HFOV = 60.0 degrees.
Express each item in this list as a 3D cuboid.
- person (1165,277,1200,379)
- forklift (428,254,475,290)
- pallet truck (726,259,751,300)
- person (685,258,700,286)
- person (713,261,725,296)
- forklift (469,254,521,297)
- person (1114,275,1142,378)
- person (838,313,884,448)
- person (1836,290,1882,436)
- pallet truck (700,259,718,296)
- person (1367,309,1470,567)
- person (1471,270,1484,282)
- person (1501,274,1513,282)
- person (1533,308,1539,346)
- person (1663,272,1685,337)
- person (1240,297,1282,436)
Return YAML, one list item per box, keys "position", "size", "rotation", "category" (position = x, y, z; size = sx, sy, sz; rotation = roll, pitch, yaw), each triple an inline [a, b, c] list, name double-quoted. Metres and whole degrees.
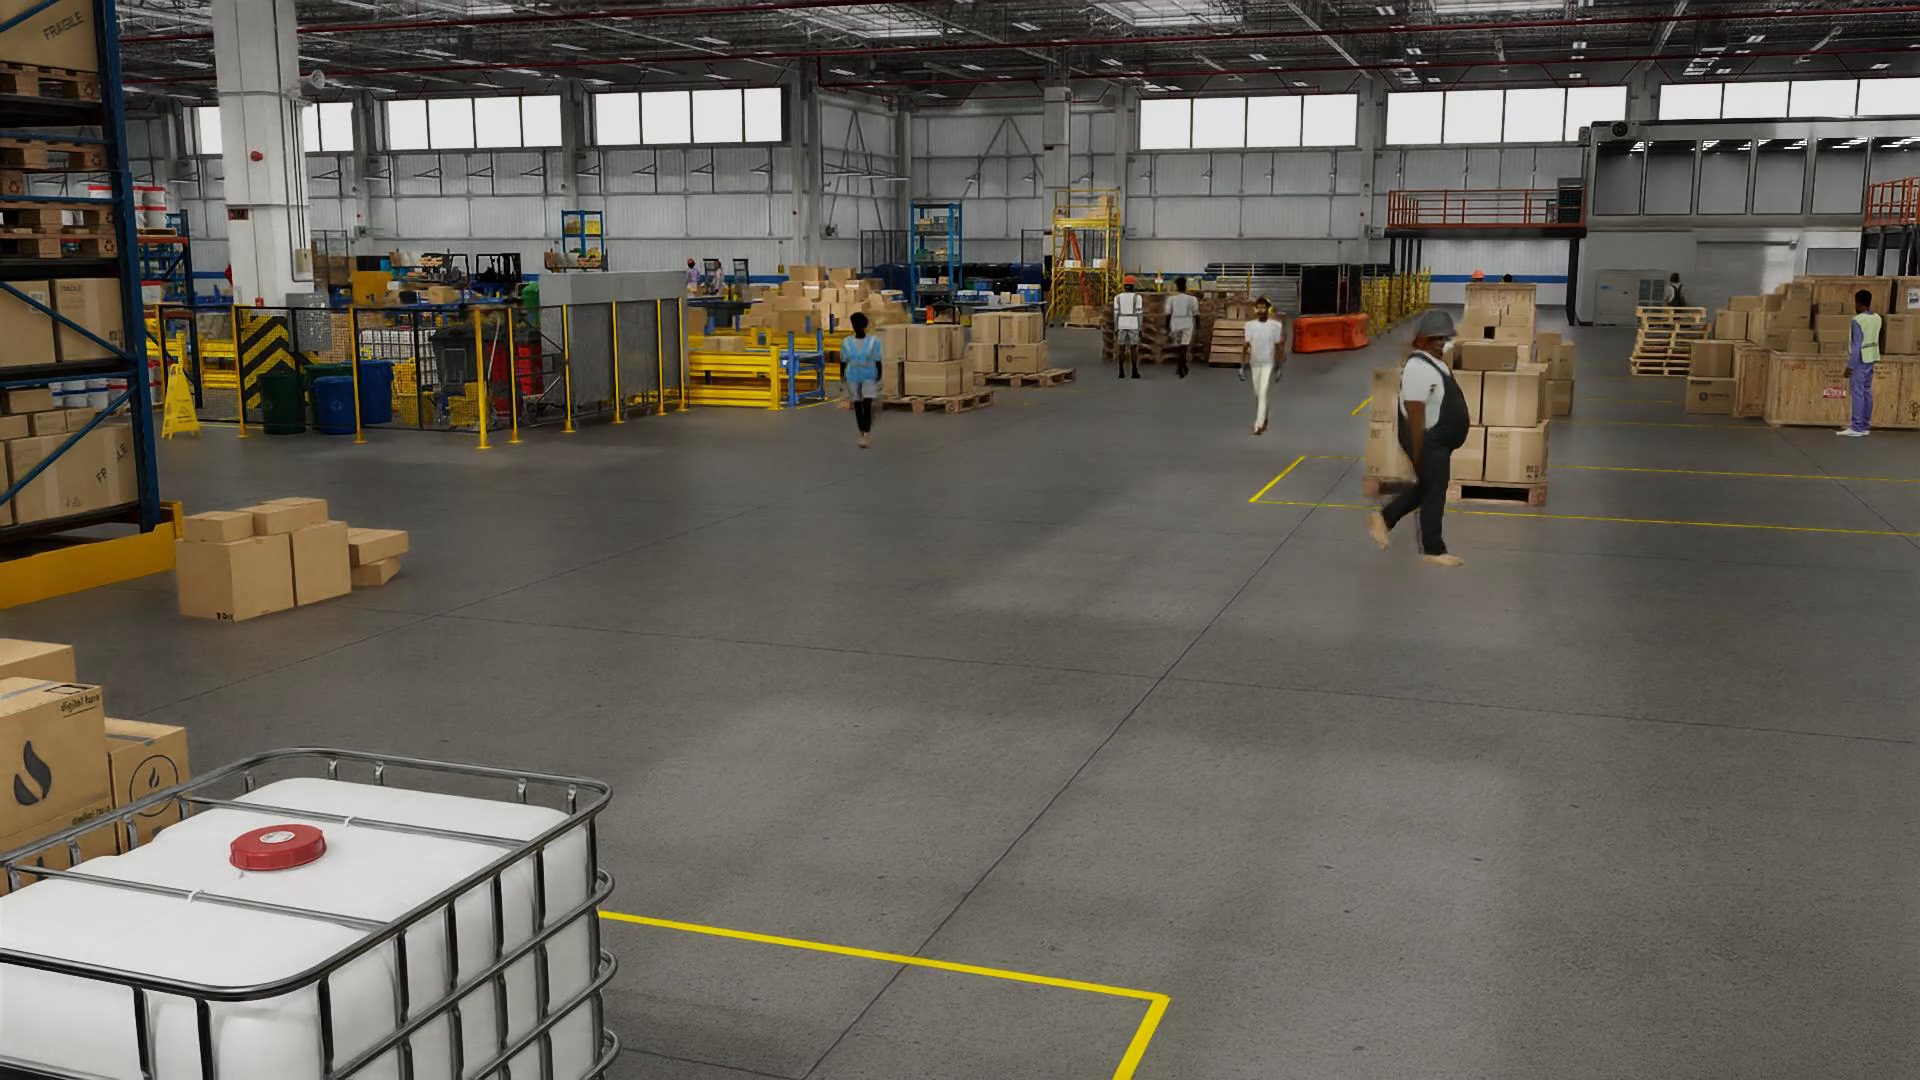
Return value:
- position: [4.156, -3.973, 31.228]
  size: [0.614, 1.904, 1.040]
  rotation: [5, 11, 25]
  category: "person"
- position: [-20.133, -10.254, 65.465]
  size: [1.157, 1.987, 2.680]
  rotation: [3, 11, 19]
  category: "forklift"
- position: [-7.986, -9.493, 62.019]
  size: [0.823, 1.965, 1.885]
  rotation: [3, 11, 17]
  category: "pallet truck"
- position: [-9.306, -8.736, 57.674]
  size: [0.602, 2.037, 0.395]
  rotation: [-10, 14, -44]
  category: "person"
- position: [-8.761, -9.160, 60.399]
  size: [0.410, 1.909, 0.643]
  rotation: [1, 10, 5]
  category: "person"
- position: [-17.990, -10.121, 64.684]
  size: [1.157, 1.987, 2.680]
  rotation: [3, 11, 17]
  category: "forklift"
- position: [3.168, -4.004, 31.273]
  size: [0.542, 1.939, 0.363]
  rotation: [4, 11, 20]
  category: "person"
- position: [-1.245, -1.950, 20.456]
  size: [0.545, 1.653, 0.830]
  rotation: [3, 10, 14]
  category: "person"
- position: [11.842, -2.315, 21.836]
  size: [0.588, 1.913, 0.390]
  rotation: [-7, 12, -36]
  category: "person"
- position: [-9.165, -9.627, 62.776]
  size: [0.823, 1.965, 1.885]
  rotation: [4, 11, 23]
  category: "pallet truck"
- position: [3.615, -0.817, 13.040]
  size: [0.722, 2.000, 0.694]
  rotation: [4, 11, 21]
  category: "person"
- position: [11.530, -5.043, 37.128]
  size: [0.361, 1.938, 0.546]
  rotation: [4, 11, 21]
  category: "person"
- position: [11.972, -4.901, 36.521]
  size: [0.513, 1.871, 0.329]
  rotation: [0, 10, -3]
  category: "person"
- position: [10.165, -3.682, 30.073]
  size: [0.538, 1.712, 0.899]
  rotation: [4, 11, 23]
  category: "person"
- position: [17.698, -5.710, 41.204]
  size: [0.518, 1.833, 0.462]
  rotation: [-1, 10, -8]
  category: "person"
- position: [4.024, -2.320, 22.128]
  size: [0.529, 1.832, 0.889]
  rotation: [4, 11, 24]
  category: "person"
